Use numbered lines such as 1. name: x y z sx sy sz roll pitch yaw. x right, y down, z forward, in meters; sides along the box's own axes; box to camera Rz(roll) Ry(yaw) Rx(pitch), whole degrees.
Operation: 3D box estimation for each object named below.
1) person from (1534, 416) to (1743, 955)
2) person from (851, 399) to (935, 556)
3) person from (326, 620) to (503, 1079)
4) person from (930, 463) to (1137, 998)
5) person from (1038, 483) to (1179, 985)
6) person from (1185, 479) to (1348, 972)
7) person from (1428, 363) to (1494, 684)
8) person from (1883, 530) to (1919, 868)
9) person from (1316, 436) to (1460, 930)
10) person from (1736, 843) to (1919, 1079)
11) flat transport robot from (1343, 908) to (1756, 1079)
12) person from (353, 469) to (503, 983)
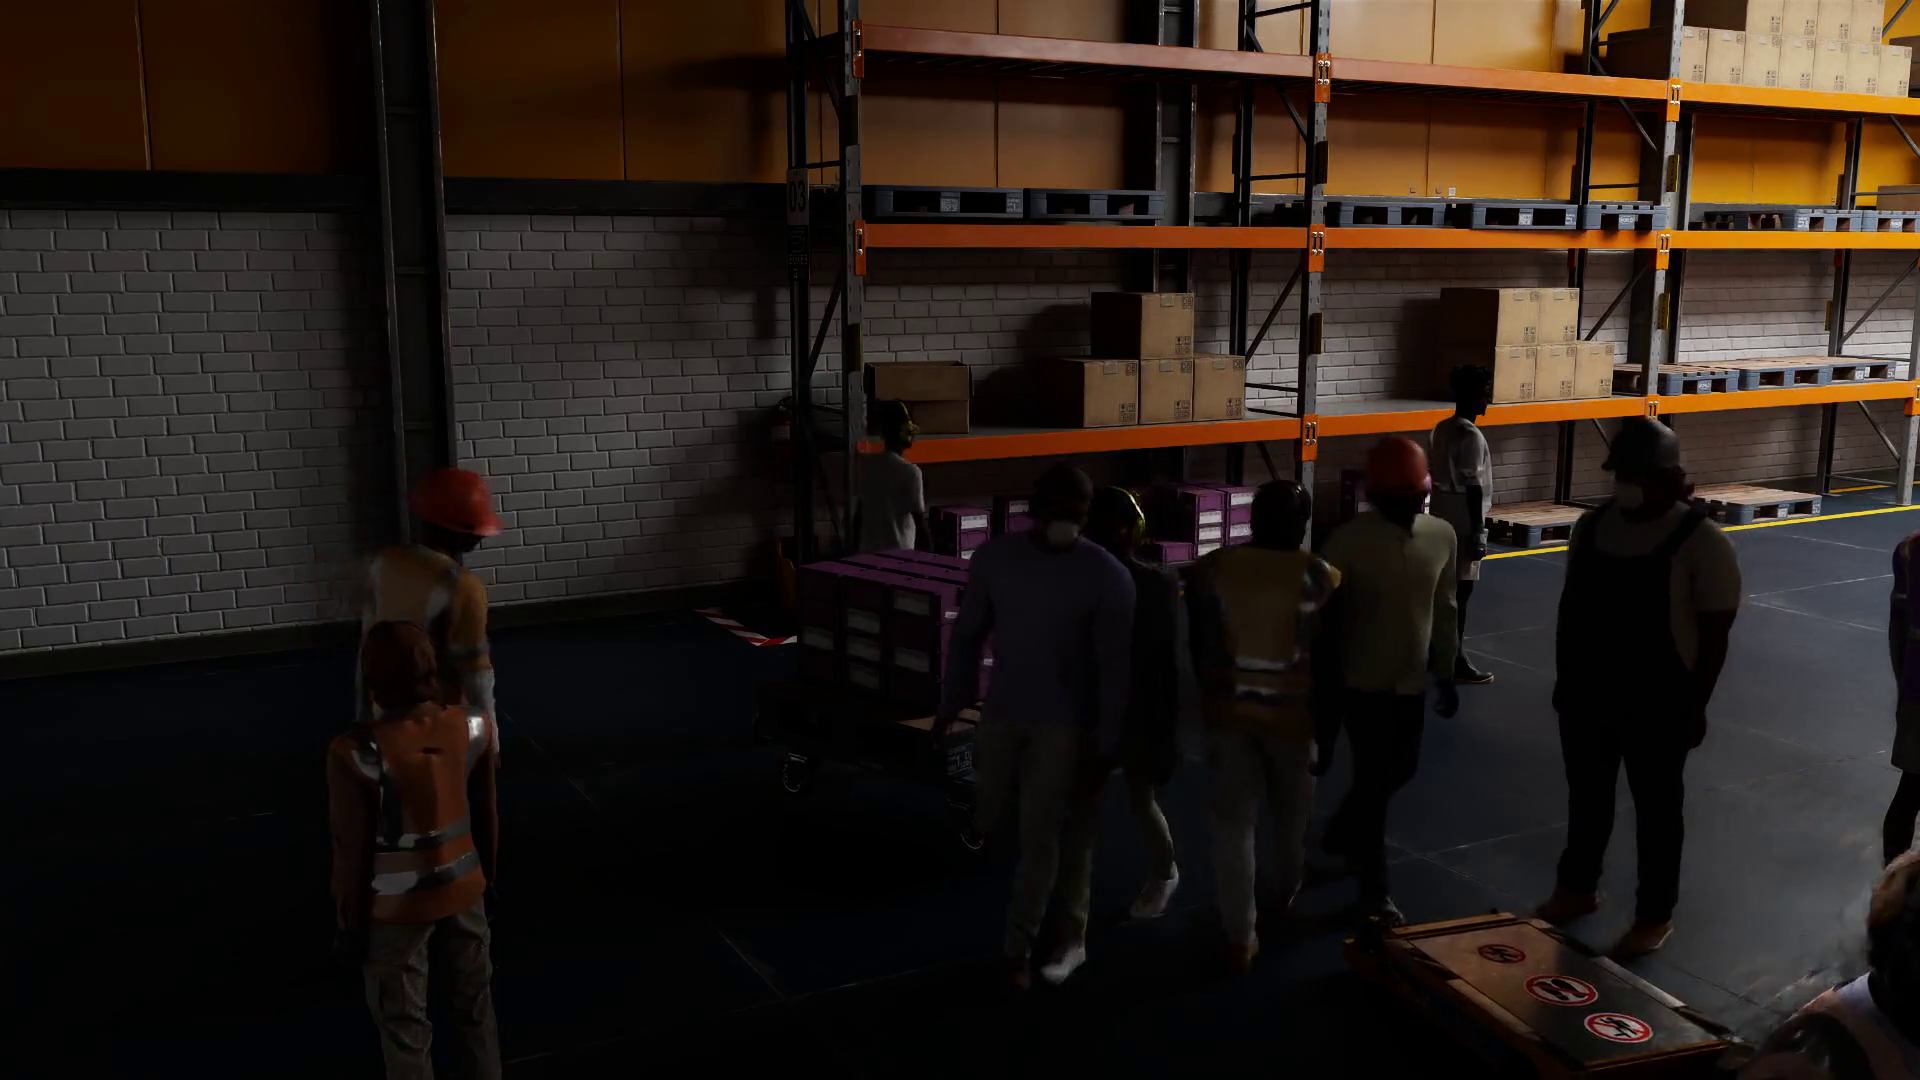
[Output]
1. person: 2.523 0.541 6.327 0.536 2.000 0.682 -7 12 -36
2. person: -0.298 0.128 9.318 0.947 1.821 0.556 -8 13 -38
3. person: -1.515 1.031 4.668 0.311 1.636 0.523 8 13 40
4. person: 0.277 0.662 6.008 0.723 1.911 0.603 5 11 26
5. person: 0.621 0.668 6.281 0.537 1.817 0.978 6 11 29
6. person: 1.179 0.656 6.368 0.613 1.788 0.935 3 10 18
7. person: 3.084 -0.105 10.257 0.367 1.966 0.604 -1 10 -7
8. person: 3.802 0.594 6.344 0.374 1.930 0.542 -2 10 -14
9. person: 1.644 0.526 6.685 0.637 1.957 0.750 -4 11 -24
10. person: 1.433 1.325 2.547 0.648 1.790 0.979 -4 10 -20
11. flat transport robot: 1.941 1.559 5.559 0.652 0.197 1.431 -3 10 -18
12. person: -1.954 0.669 6.064 0.700 1.888 0.361 5 11 29
